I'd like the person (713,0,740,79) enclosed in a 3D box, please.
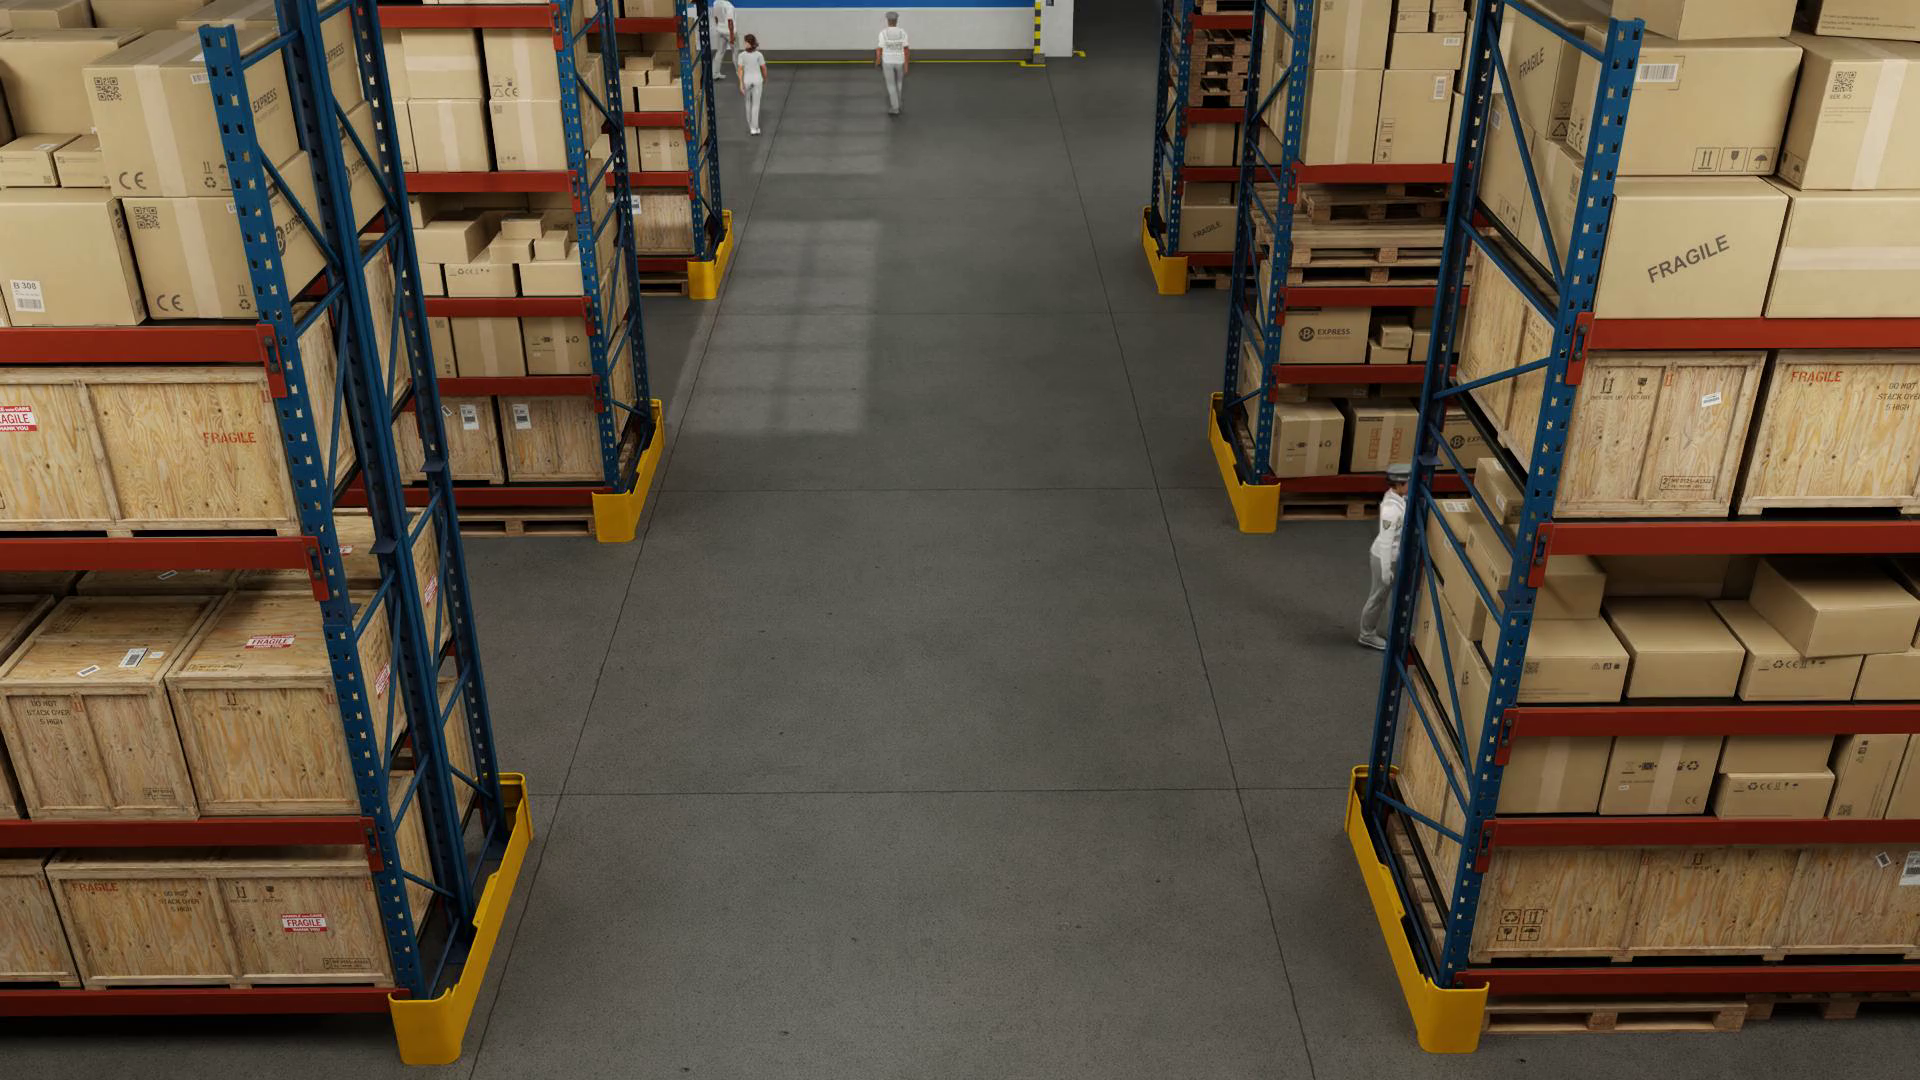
[{"bbox_3d":[-4.493,-9.862,32.259,0.591,1.752,0.816,23,36,36],"label":"person"}]

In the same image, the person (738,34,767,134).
[{"bbox_3d":[-3.552,-7.890,28.652,0.469,1.650,0.859,0,28,1],"label":"person"}]

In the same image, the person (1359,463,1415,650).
[{"bbox_3d":[3.634,0.172,13.682,0.521,1.669,0.512,13,31,23],"label":"person"}]

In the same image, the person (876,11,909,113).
[{"bbox_3d":[-1.235,-8.617,29.907,0.550,1.743,0.901,-9,30,-16],"label":"person"}]
